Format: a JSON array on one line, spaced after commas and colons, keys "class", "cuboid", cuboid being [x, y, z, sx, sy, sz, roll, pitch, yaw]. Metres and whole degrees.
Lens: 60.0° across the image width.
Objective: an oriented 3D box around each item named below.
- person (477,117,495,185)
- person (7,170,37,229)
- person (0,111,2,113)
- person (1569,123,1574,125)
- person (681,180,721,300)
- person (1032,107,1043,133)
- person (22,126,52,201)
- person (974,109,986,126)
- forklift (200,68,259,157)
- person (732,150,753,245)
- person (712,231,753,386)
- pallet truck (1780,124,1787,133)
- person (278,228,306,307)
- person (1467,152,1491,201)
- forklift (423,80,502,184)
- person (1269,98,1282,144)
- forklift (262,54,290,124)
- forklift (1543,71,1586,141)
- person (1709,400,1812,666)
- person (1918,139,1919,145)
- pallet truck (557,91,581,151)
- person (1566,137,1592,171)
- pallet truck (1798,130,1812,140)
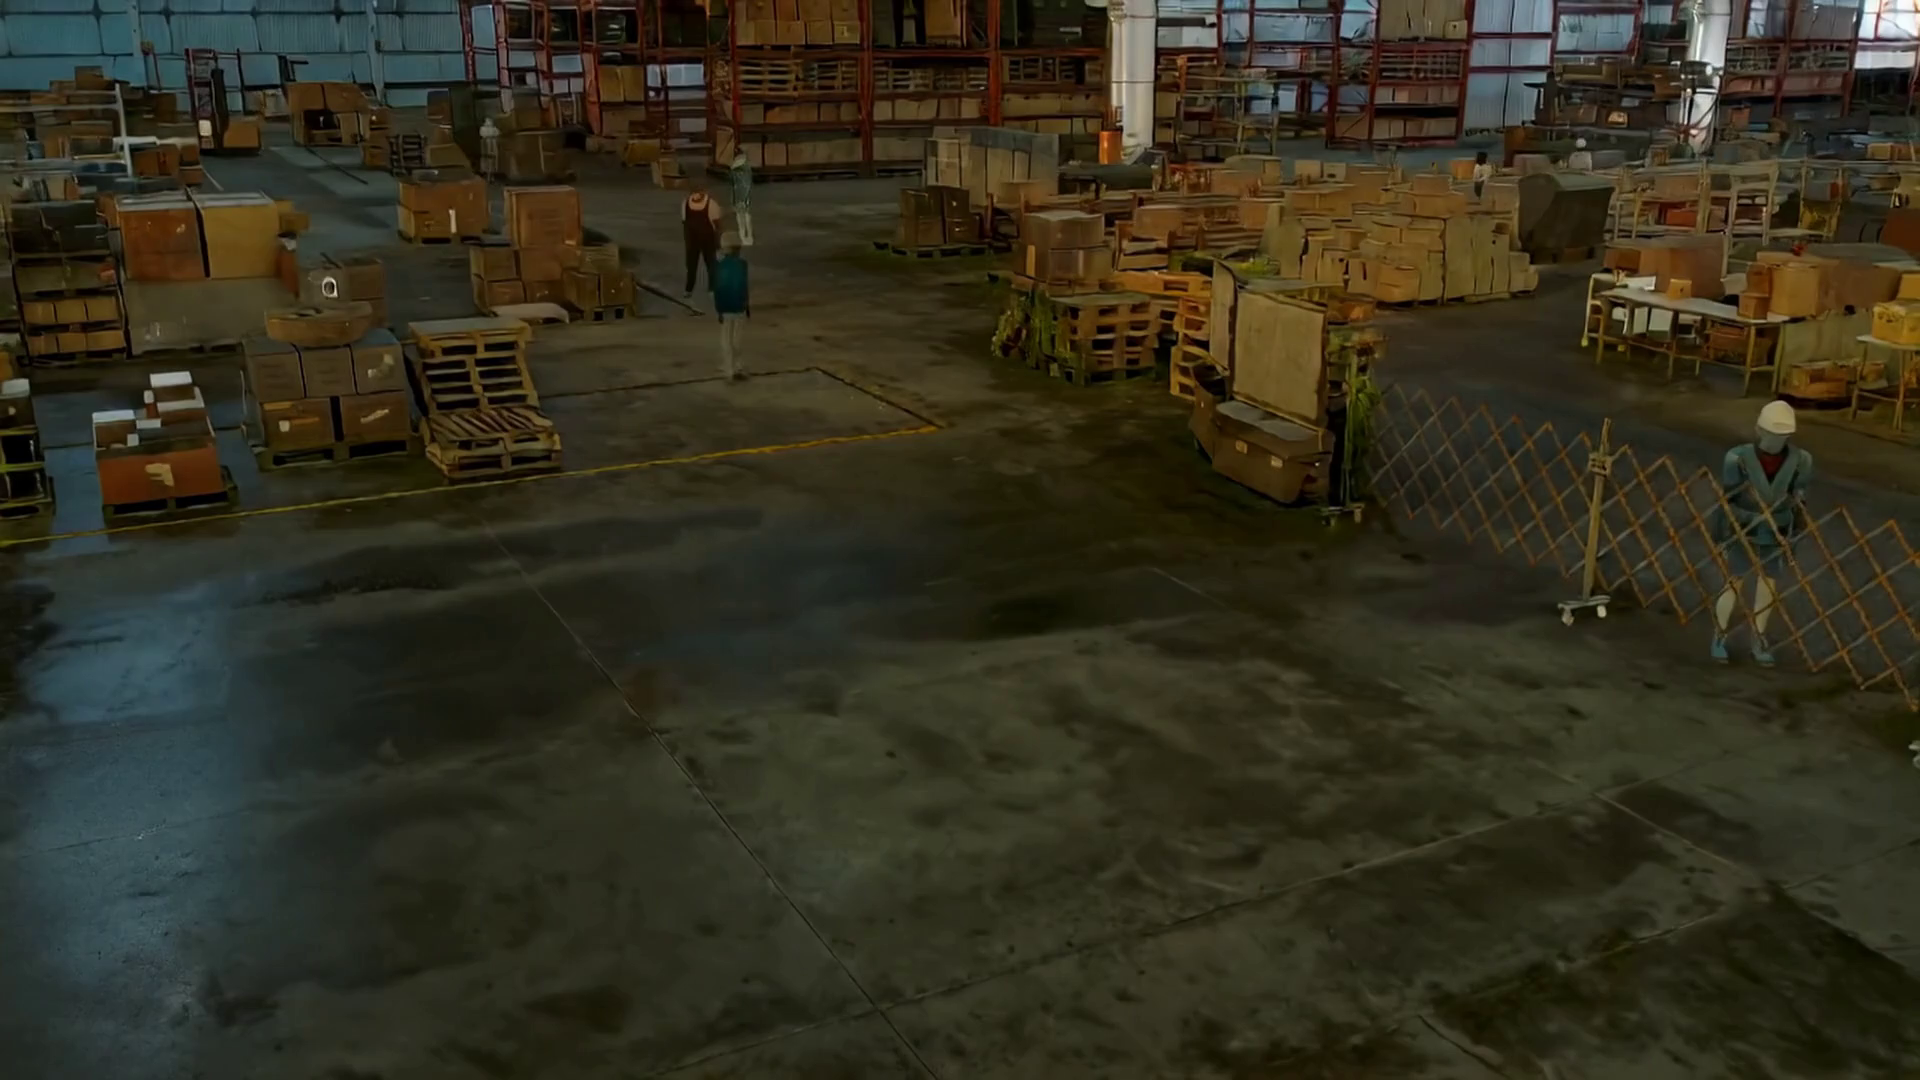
[{"class": "person", "cuboid": [-13.184, -10.853, 46.351, 0.519, 1.841, 0.889, -10, 20, -27]}, {"class": "person", "cuboid": [-17.491, -5.958, 31.078, 0.418, 1.855, 0.527, 10, 20, 29]}, {"class": "person", "cuboid": [-37.484, -16.661, 64.365, 0.667, 1.887, 0.987, -9, 20, -26]}, {"class": "person", "cuboid": [19.645, -13.260, 53.735, 0.755, 1.916, 0.636, -4, 18, -11]}, {"class": "person", "cuboid": [-4.379, -5.064, 27.974, 0.686, 2.000, 0.990, 2, 18, 5]}, {"class": "person", "cuboid": [2.462, -13.138, 53.746, 0.386, 1.662, 0.676, 3, 18, 9]}, {"class": "person", "cuboid": [-22.796, -9.225, 41.065, 0.361, 1.964, 0.614, 8, 19, 24]}, {"class": "person", "cuboid": [0.563, -12.643, 52.158, 0.535, 1.697, 0.318, 4, 18, 11]}, {"class": "forklift", "cuboid": [-24.369, -14.147, 54.940, 1.873, 2.768, 1.129, -9, 20, -26]}, {"class": "person", "cuboid": [-4.532, -7.105, 34.505, 0.358, 1.936, 0.552, 13, 22, 35]}, {"class": "person", "cuboid": [-2.950, -3.027, 21.698, 0.396, 1.992, 0.623, 12, 21, 33]}, {"class": "pallet truck", "cuboid": [25.206, -12.542, 52.601, 1.601, 1.201, 0.680, 0, 18, -2]}, {"class": "person", "cuboid": [-9.553, -3.571, 23.789, 0.446, 1.742, 0.559, -10, 21, -30]}, {"class": "person", "cuboid": [11.684, -7.847, 37.259, 0.850, 1.663, 0.525, -7, 19, -22]}, {"class": "forklift", "cuboid": [-13.841, -11.268, 45.964, 1.873, 2.768, 1.129, -9, 20, -26]}, {"class": "person", "cuboid": [11.412, -15.114, 60.002, 0.524, 1.615, 0.511, -2, 18, -5]}, {"class": "forklift", "cuboid": [-28.567, -19.111, 70.414, 1.873, 2.768, 1.129, -9, 20, -26]}, {"class": "forklift", "cuboid": [18.685, -13.231, 52.085, 1.873, 2.768, 1.129, -9, 20, -26]}, {"class": "person", "cuboid": [5.922, -0.043, 12.334, 0.605, 2.034, 0.397, 4, 18, 11]}, {"class": "person", "cuboid": [34.418, -14.989, 59.026, 0.617, 1.972, 0.710, 12, 21, 32]}, {"class": "pallet truck", "cuboid": [-13.495, -14.412, 57.188, 0.823, 1.965, 1.885, -3, 18, -9]}, {"class": "person", "cuboid": [14.558, -8.619, 39.445, 0.839, 1.796, 0.617, -9, 20, -25]}, {"class": "pallet truck", "cuboid": [25.526, -11.556, 49.408, 1.630, 1.274, 0.653, -9, 20, -26]}]
